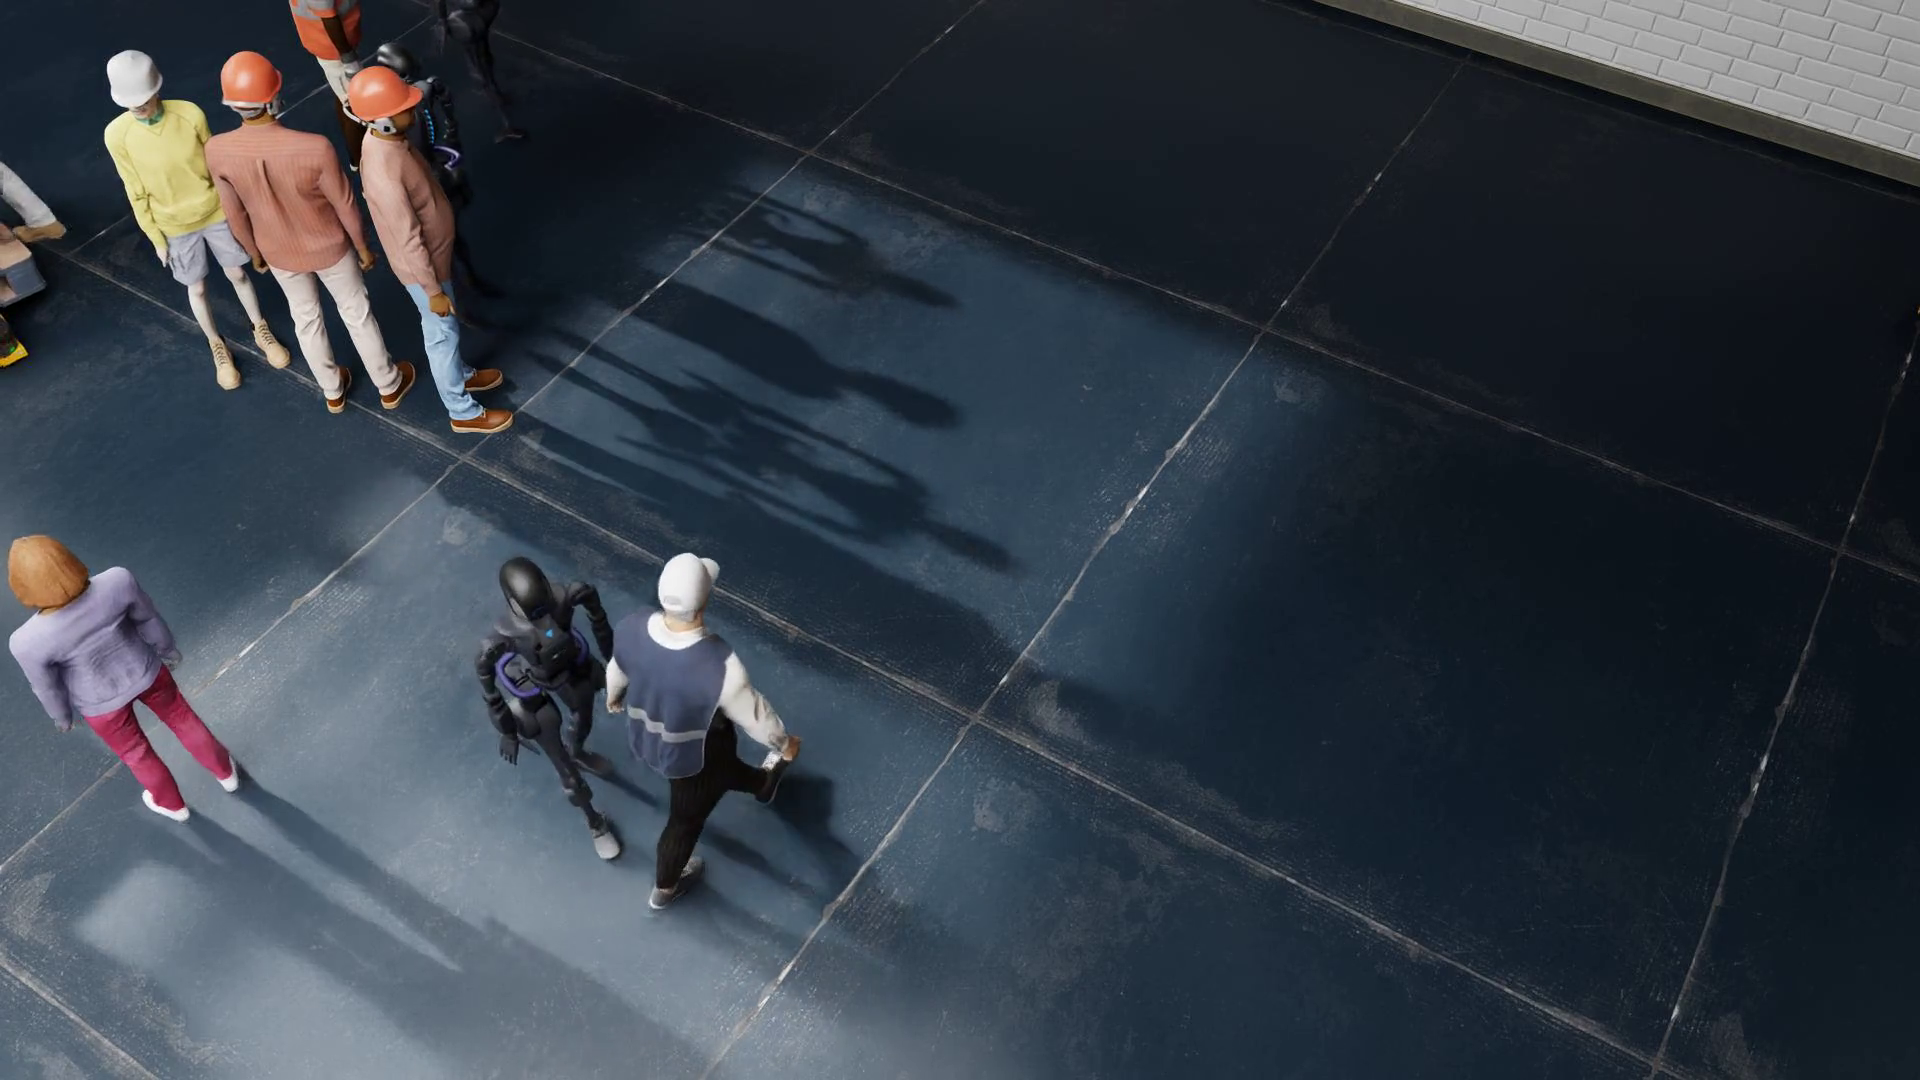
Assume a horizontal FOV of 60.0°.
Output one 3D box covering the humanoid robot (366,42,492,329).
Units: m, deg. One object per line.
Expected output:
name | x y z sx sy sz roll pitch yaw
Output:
humanoid robot | -2.729 -1.777 8.430 0.394 1.657 0.603 26 54 21

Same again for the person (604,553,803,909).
person | -0.994 0.677 6.271 0.744 1.688 0.911 31 56 24

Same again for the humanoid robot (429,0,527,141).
humanoid robot | -2.847 -3.112 9.628 0.535 1.642 0.613 12 50 11

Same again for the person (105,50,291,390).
person | -3.737 -1.564 8.110 0.475 1.887 0.400 -27 54 -22

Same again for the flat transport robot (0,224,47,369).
flat transport robot | -5.629 -1.238 8.898 0.659 0.231 1.431 -36 58 -27

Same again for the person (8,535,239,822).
person | -3.257 0.555 6.426 0.301 1.631 0.518 30 55 23

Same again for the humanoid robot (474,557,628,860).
humanoid robot | -1.528 0.576 6.395 0.670 1.627 0.605 37 58 28

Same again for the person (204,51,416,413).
person | -3.102 -1.414 7.907 0.611 1.995 0.387 -1 49 -1

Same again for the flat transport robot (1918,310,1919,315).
flat transport robot | 5.943 -1.185 8.851 1.431 0.231 0.659 -12 50 -11

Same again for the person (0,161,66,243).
person | -5.549 -2.301 8.819 0.973 1.782 0.634 -6 49 -5

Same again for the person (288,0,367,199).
person | -3.432 -2.784 9.130 0.370 1.957 0.604 -21 52 -17

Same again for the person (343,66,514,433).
person | -2.512 -1.342 7.842 0.376 1.997 0.610 -14 50 -12
